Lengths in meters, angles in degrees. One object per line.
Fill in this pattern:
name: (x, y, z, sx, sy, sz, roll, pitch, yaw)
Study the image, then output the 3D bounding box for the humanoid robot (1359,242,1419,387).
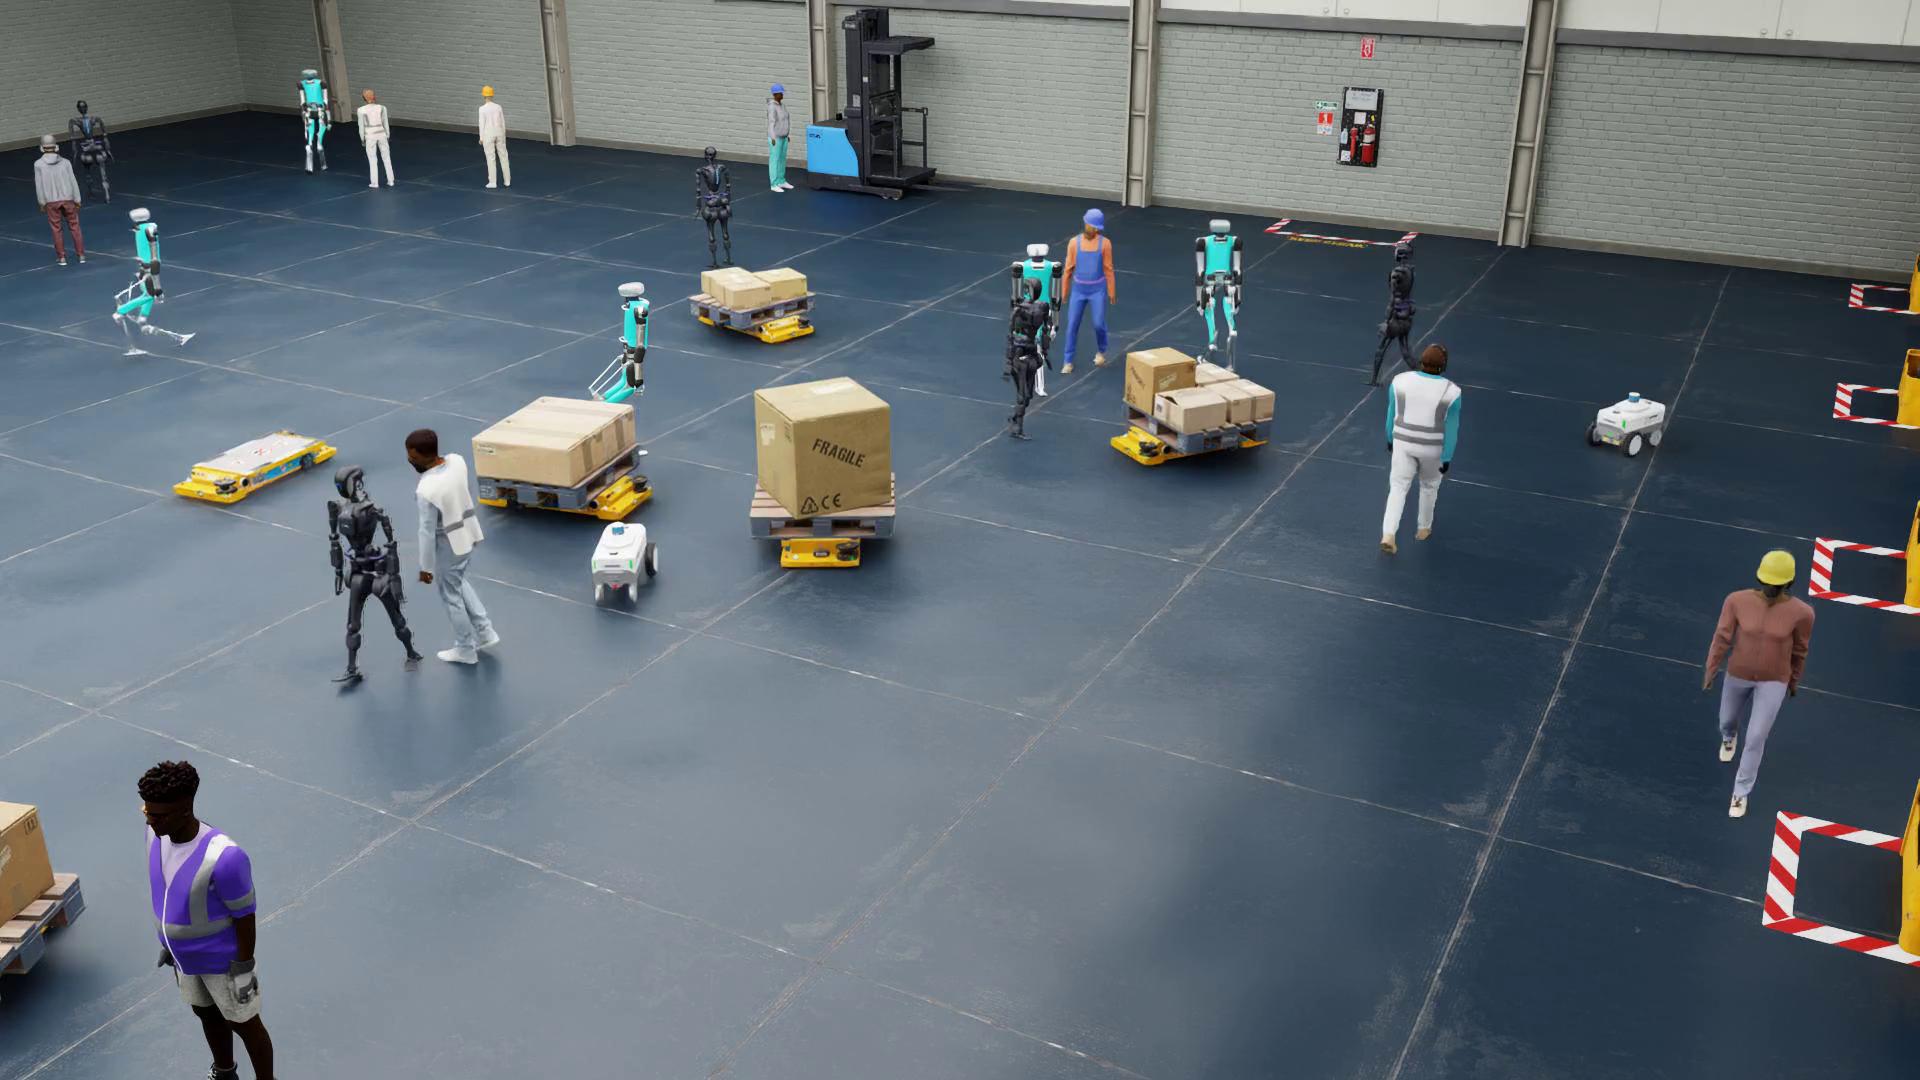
humanoid robot: (4.802, -2.422, 18.069, 0.738, 1.640, 0.614, 15, 28, 32)

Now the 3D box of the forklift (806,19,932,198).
forklift: (-1.573, -7.292, 27.850, 1.873, 2.768, 1.129, 12, 26, 25)

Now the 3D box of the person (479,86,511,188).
person: (-7.941, -6.848, 28.293, 0.470, 1.698, 0.315, -18, 29, -35)

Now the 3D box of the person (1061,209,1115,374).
person: (1.438, -2.812, 18.683, 0.629, 1.876, 0.560, 3, 23, 8)

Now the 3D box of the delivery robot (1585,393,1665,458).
delivery robot: (6.652, -1.171, 16.509, 0.757, 0.580, 0.499, -16, 28, -32)

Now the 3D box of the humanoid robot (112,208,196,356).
humanoid robot: (-9.439, -2.890, 19.087, 1.080, 1.753, 0.552, -19, 29, -36)

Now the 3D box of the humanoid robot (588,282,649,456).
humanoid robot: (-3.296, -1.619, 15.904, 0.735, 1.676, 0.533, -8, 25, -19)

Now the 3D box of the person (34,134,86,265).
person: (-12.642, -4.780, 23.346, 0.544, 1.807, 0.378, -15, 28, -31)

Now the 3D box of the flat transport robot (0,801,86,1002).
flat transport robot: (-5.450, 2.288, 8.836, 0.659, 0.231, 1.431, 1, 23, 3)

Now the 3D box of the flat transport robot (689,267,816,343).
flat transport robot: (-2.522, -2.702, 20.454, 1.431, 0.231, 0.659, 21, 31, 40)

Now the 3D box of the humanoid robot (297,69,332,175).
humanoid robot: (-11.497, -7.352, 29.528, 0.553, 1.866, 0.855, 0, 23, 0)

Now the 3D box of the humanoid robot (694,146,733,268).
humanoid robot: (-3.426, -4.642, 23.167, 0.599, 1.657, 0.315, -17, 29, -35)

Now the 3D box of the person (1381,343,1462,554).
person: (3.868, -0.777, 14.020, 0.618, 1.813, 0.869, 10, 25, 23)

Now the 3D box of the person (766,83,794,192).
person: (-3.064, -6.792, 28.065, 0.357, 1.780, 0.526, 9, 25, 20)

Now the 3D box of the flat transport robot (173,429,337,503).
flat transport robot: (-6.684, -0.709, 15.814, 0.659, 0.231, 1.431, 9, 25, 20)

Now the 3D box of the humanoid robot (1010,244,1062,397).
humanoid robot: (0.777, -2.367, 17.644, 0.533, 1.677, 0.735, -1, 23, -3)

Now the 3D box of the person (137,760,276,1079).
person: (-3.462, 1.878, 7.642, 0.603, 1.966, 0.367, 12, 26, 26)

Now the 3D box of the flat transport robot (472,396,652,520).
flat transport robot: (-3.617, -0.445, 15.199, 1.431, 0.231, 0.659, 7, 24, 15)

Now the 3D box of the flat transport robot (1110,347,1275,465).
flat transport robot: (2.302, -1.010, 16.514, 1.431, 0.231, 0.659, -11, 26, -24)

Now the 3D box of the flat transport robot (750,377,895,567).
flat transport robot: (-1.164, -0.121, 14.445, 0.659, 0.231, 1.431, -1, 23, -1)

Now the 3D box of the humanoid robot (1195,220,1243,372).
humanoid robot: (2.897, -2.596, 18.408, 0.530, 1.760, 1.008, -2, 23, -5)

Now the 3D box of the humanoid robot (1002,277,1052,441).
humanoid robot: (0.641, -1.854, 16.756, 0.613, 1.656, 0.590, -19, 30, -38)

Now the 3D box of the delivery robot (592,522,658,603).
delivery robot: (-2.746, 0.138, 13.453, 0.499, 0.575, 0.759, -1, 23, -1)

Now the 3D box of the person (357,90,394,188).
person: (-9.964, -6.838, 28.359, 0.511, 1.631, 0.316, -16, 28, -32)

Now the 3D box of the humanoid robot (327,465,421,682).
humanoid robot: (-4.214, 0.240, 11.852, 0.599, 1.640, 0.654, 8, 25, 19)

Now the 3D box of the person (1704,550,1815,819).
person: (4.993, 0.807, 10.435, 0.535, 1.735, 0.775, 14, 27, 29)

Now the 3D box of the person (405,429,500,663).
person: (-3.672, 0.063, 11.976, 0.443, 1.891, 0.653, 4, 24, 9)

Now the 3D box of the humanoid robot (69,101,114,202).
humanoid robot: (-14.218, -6.354, 27.225, 0.609, 1.626, 0.761, -16, 28, -32)
